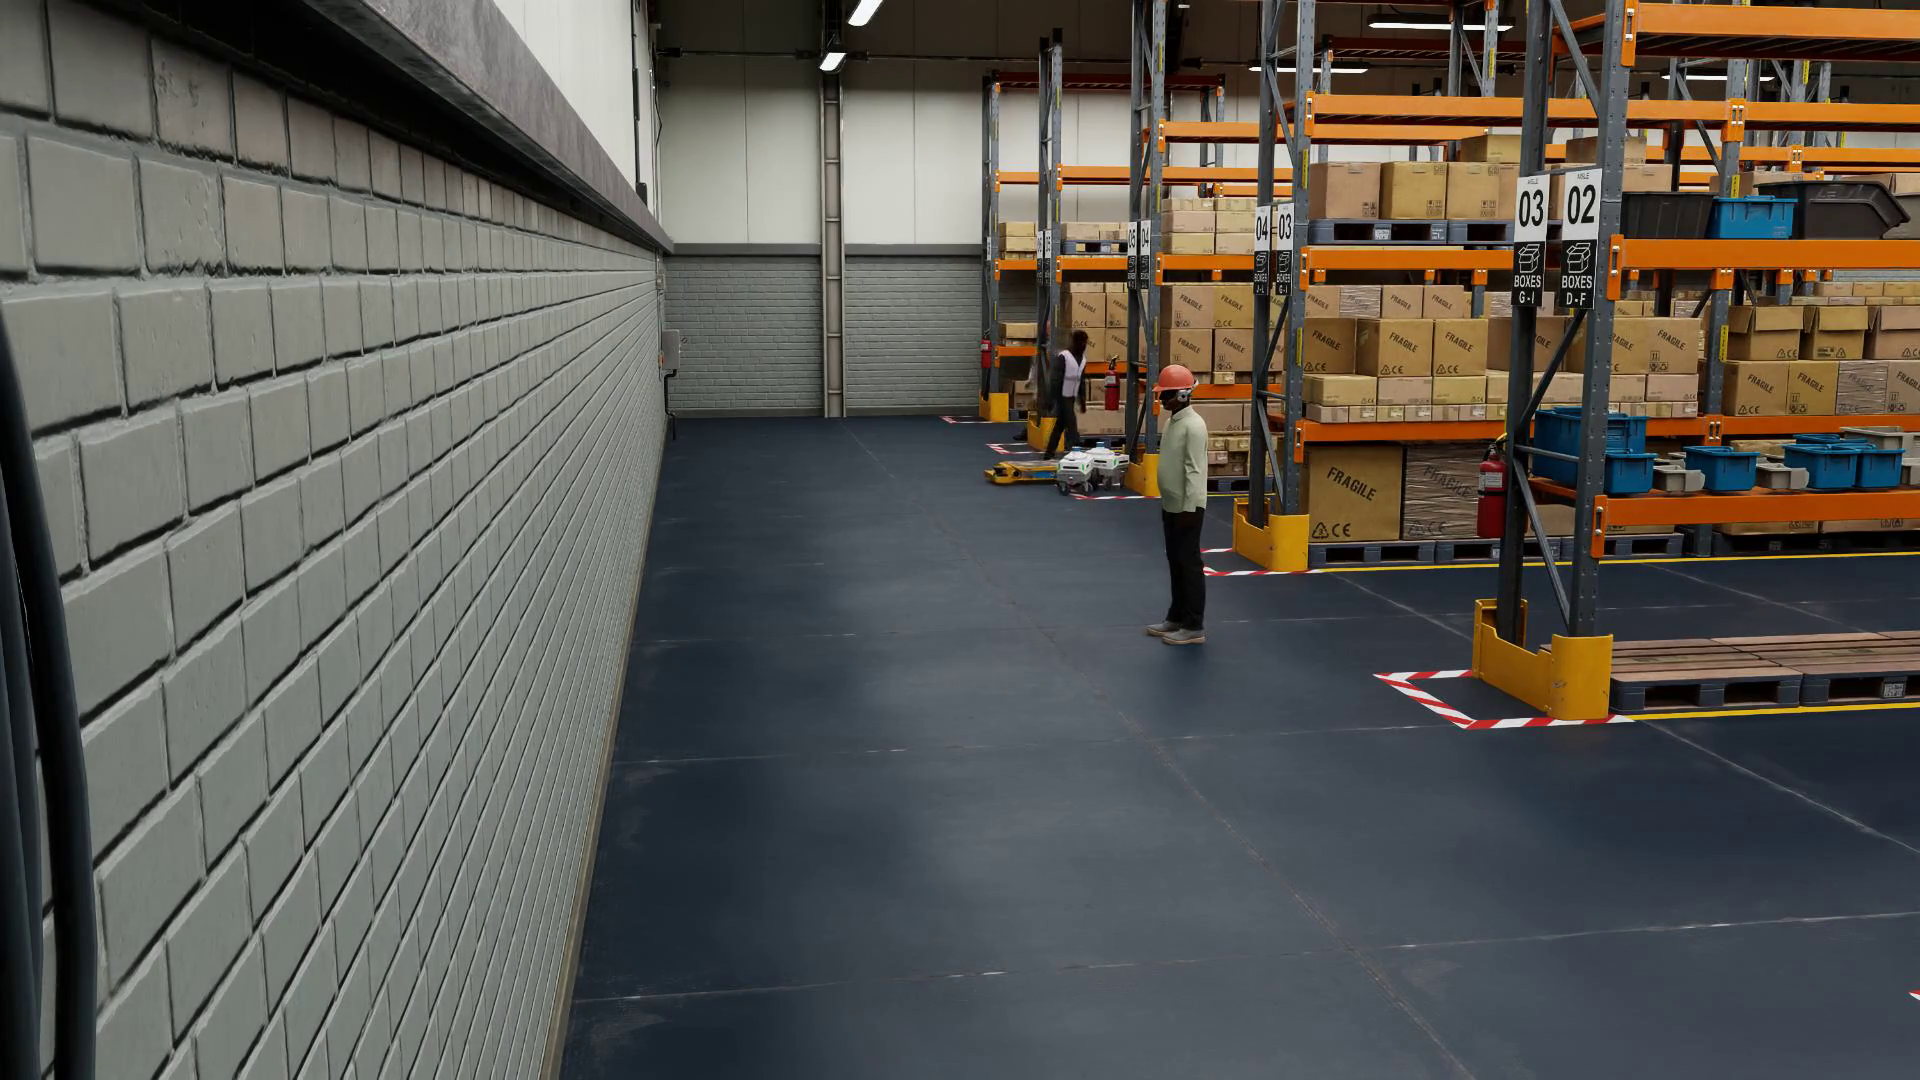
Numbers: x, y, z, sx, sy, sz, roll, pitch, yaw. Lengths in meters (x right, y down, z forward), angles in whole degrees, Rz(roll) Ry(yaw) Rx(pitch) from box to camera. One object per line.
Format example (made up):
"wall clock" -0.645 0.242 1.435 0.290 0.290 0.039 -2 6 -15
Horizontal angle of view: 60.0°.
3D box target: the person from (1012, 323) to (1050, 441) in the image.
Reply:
"person" 1.354 -2.492 26.023 1.035 1.885 0.555 -2 9 -14

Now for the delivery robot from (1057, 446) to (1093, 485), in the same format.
"delivery robot" 1.374 -0.872 19.809 0.477 0.478 0.707 2 9 13

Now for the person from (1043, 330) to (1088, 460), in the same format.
"person" 1.521 -1.883 22.332 0.972 1.848 0.661 6 11 32

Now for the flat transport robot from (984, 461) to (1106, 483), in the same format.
"flat transport robot" 1.073 -0.871 20.965 1.431 0.197 0.652 -2 9 -11

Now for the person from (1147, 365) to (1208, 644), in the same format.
"person" 1.559 -0.256 11.894 0.402 1.987 0.611 -2 9 -14

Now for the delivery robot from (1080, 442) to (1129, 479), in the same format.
"delivery robot" 1.713 -0.952 20.300 0.707 0.478 0.477 8 12 40
